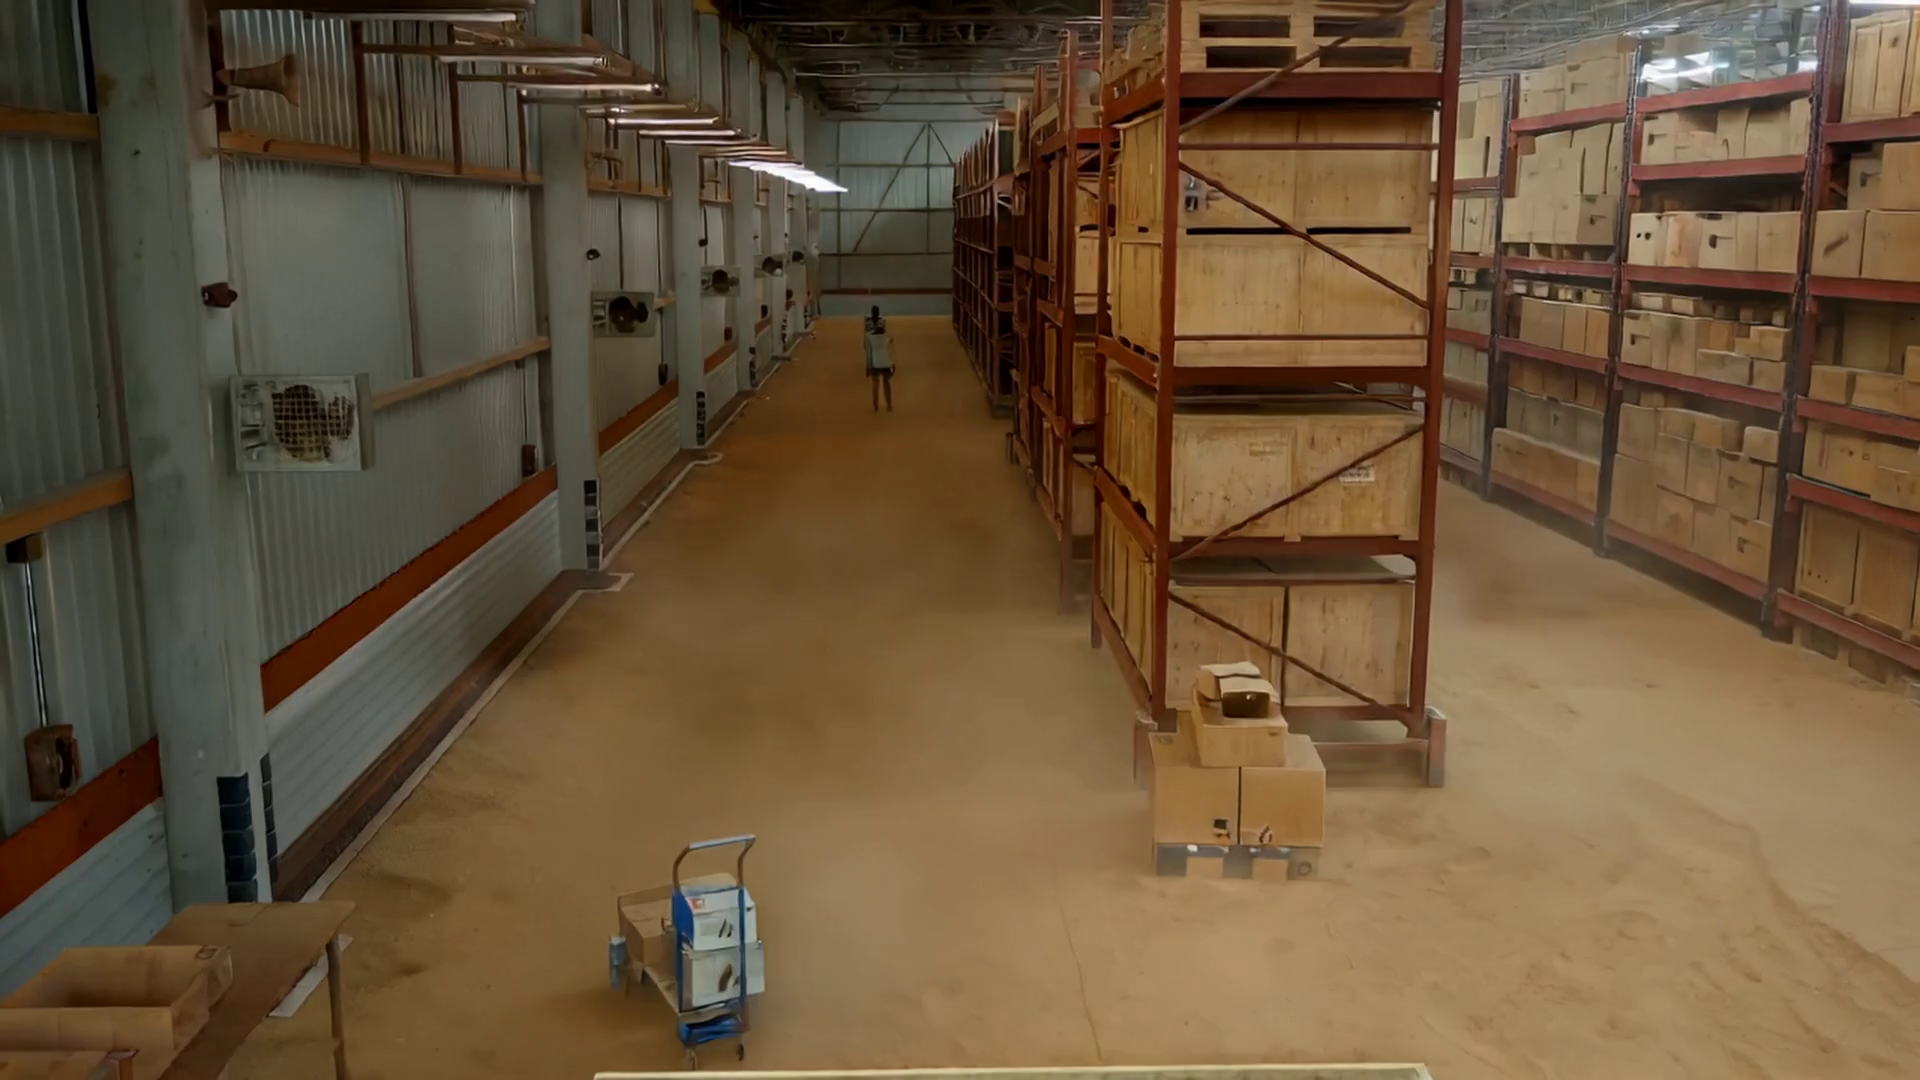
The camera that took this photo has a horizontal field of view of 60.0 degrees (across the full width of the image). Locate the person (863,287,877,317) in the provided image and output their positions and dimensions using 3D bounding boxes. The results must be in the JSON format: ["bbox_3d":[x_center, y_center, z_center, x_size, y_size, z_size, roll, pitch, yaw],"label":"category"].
[{"bbox_3d":[-3.215,-8.100,59.010,0.573,1.727,0.771,7,13,32],"label":"person"}]

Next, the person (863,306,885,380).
[{"bbox_3d":[-2.208,-5.063,42.744,0.597,1.907,0.414,-2,11,-11],"label":"person"}]

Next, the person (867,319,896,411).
[{"bbox_3d":[-1.680,-3.753,35.716,0.617,1.986,0.408,-3,11,-15],"label":"person"}]
